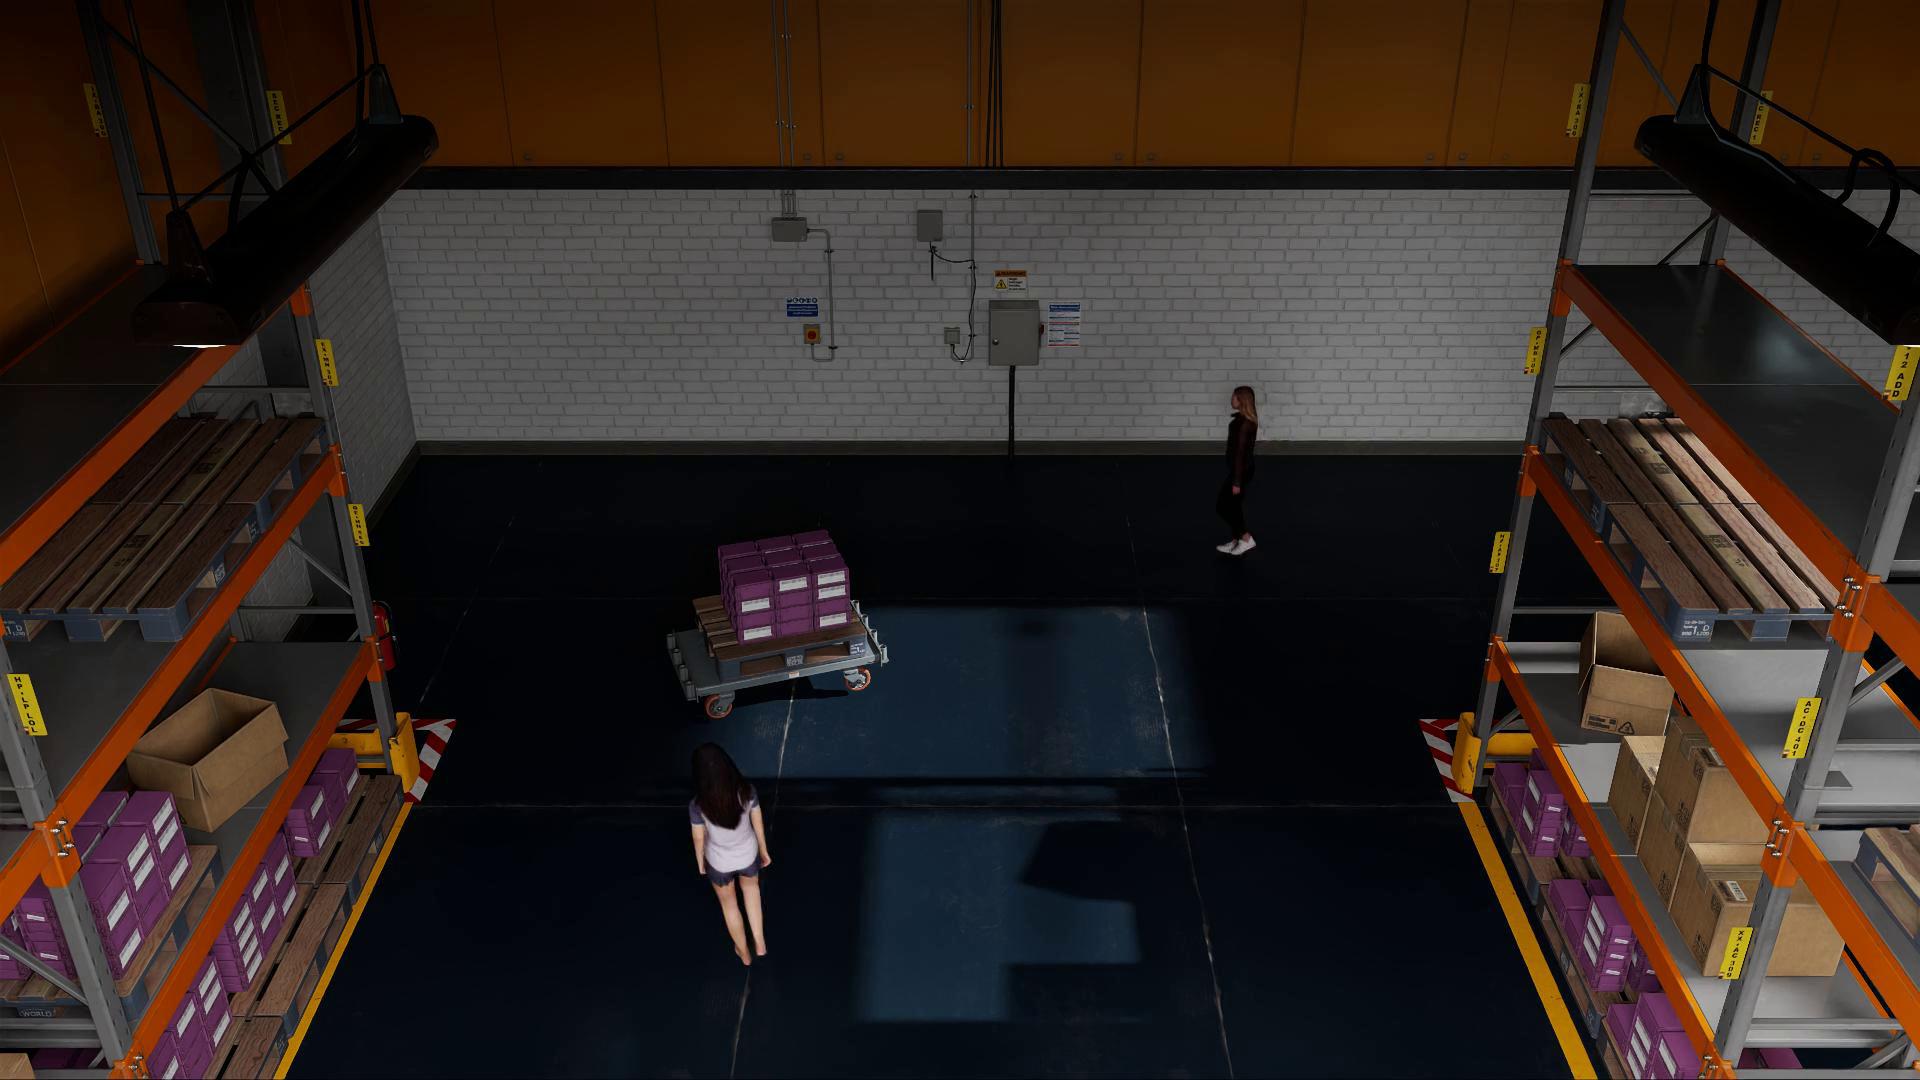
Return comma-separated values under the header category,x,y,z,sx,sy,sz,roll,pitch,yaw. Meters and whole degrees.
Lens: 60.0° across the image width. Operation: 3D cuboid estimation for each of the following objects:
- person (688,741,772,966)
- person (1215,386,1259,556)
category,x,y,z,sx,sy,sz,roll,pitch,yaw
person,-1.408,2.026,10.363,0.750,1.691,0.773,-10,30,-18
person,2.627,-0.586,15.156,0.766,1.687,0.654,8,30,15
